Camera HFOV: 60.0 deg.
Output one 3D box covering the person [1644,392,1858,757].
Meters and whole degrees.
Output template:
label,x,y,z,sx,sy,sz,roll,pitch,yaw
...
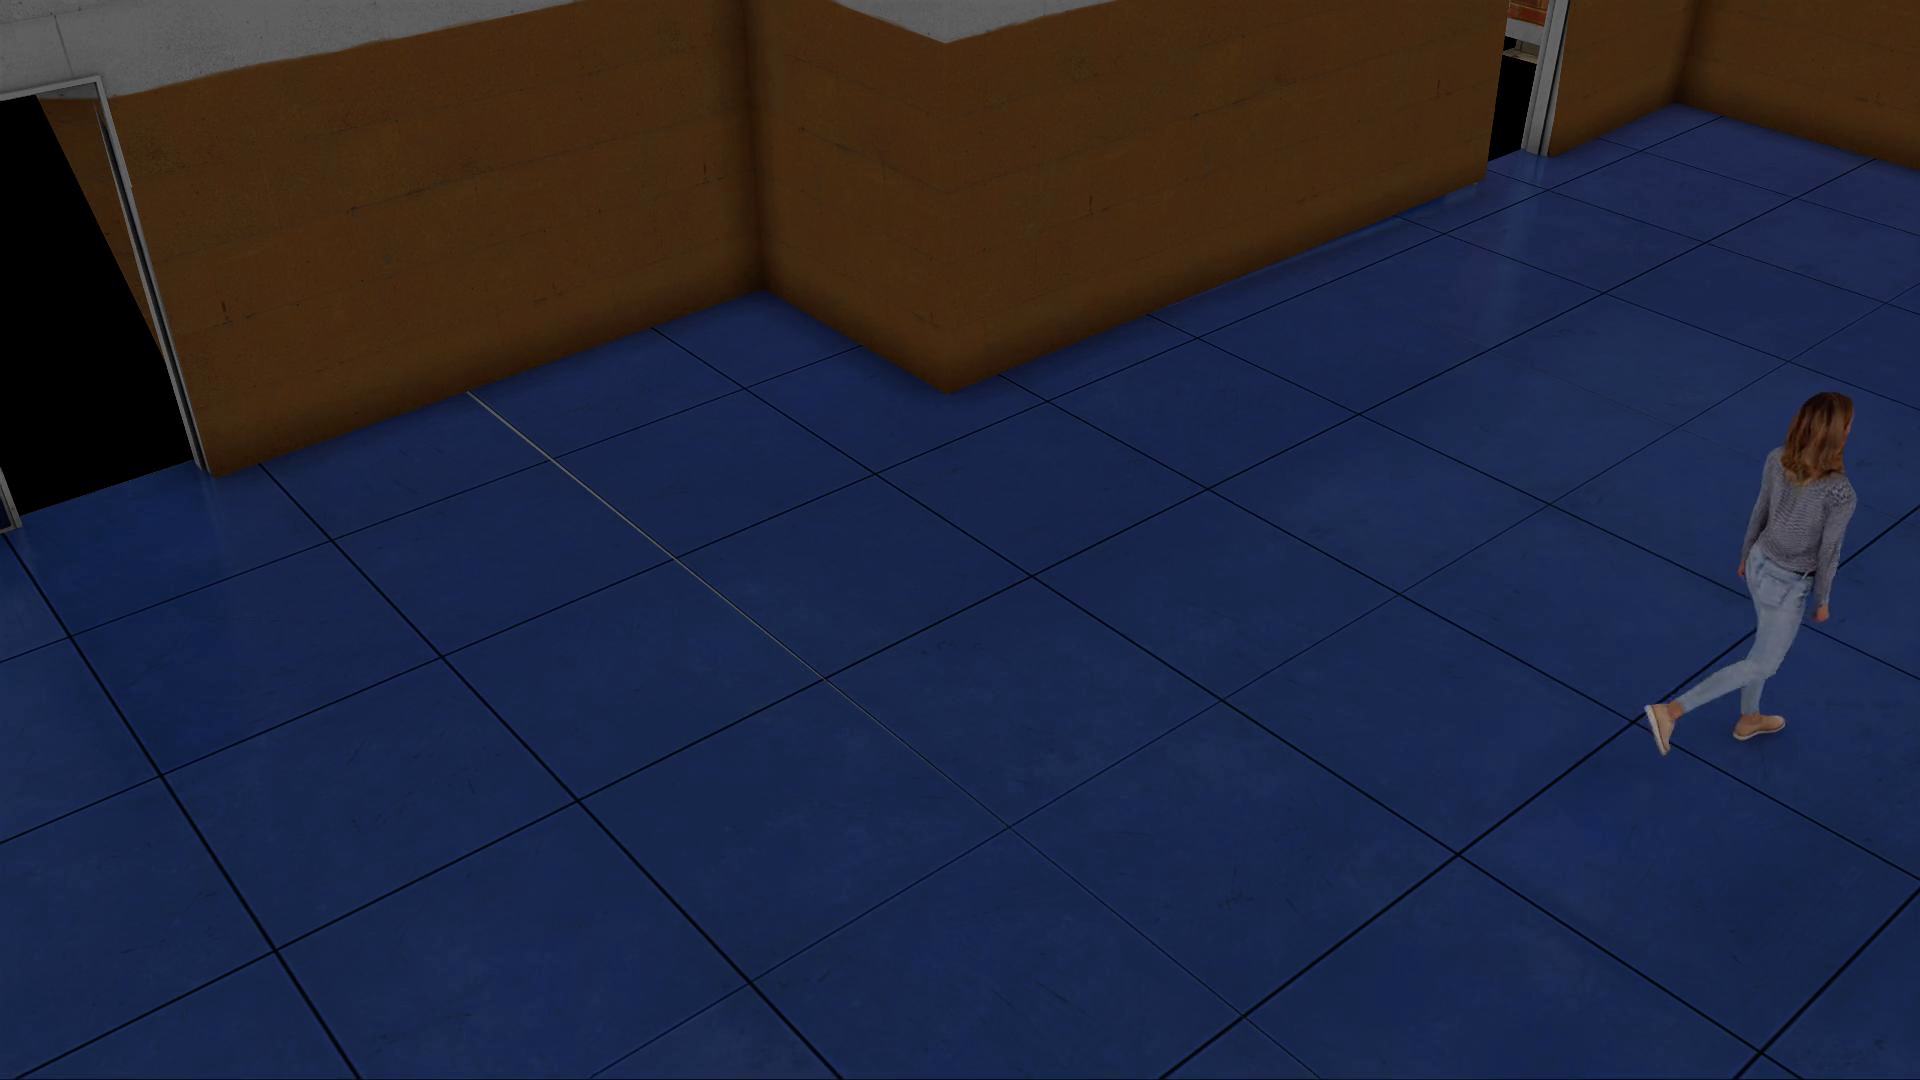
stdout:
label,x,y,z,sx,sy,sz,roll,pitch,yaw
person,3.387,0.213,7.013,0.961,1.771,1.076,-8,35,-12
